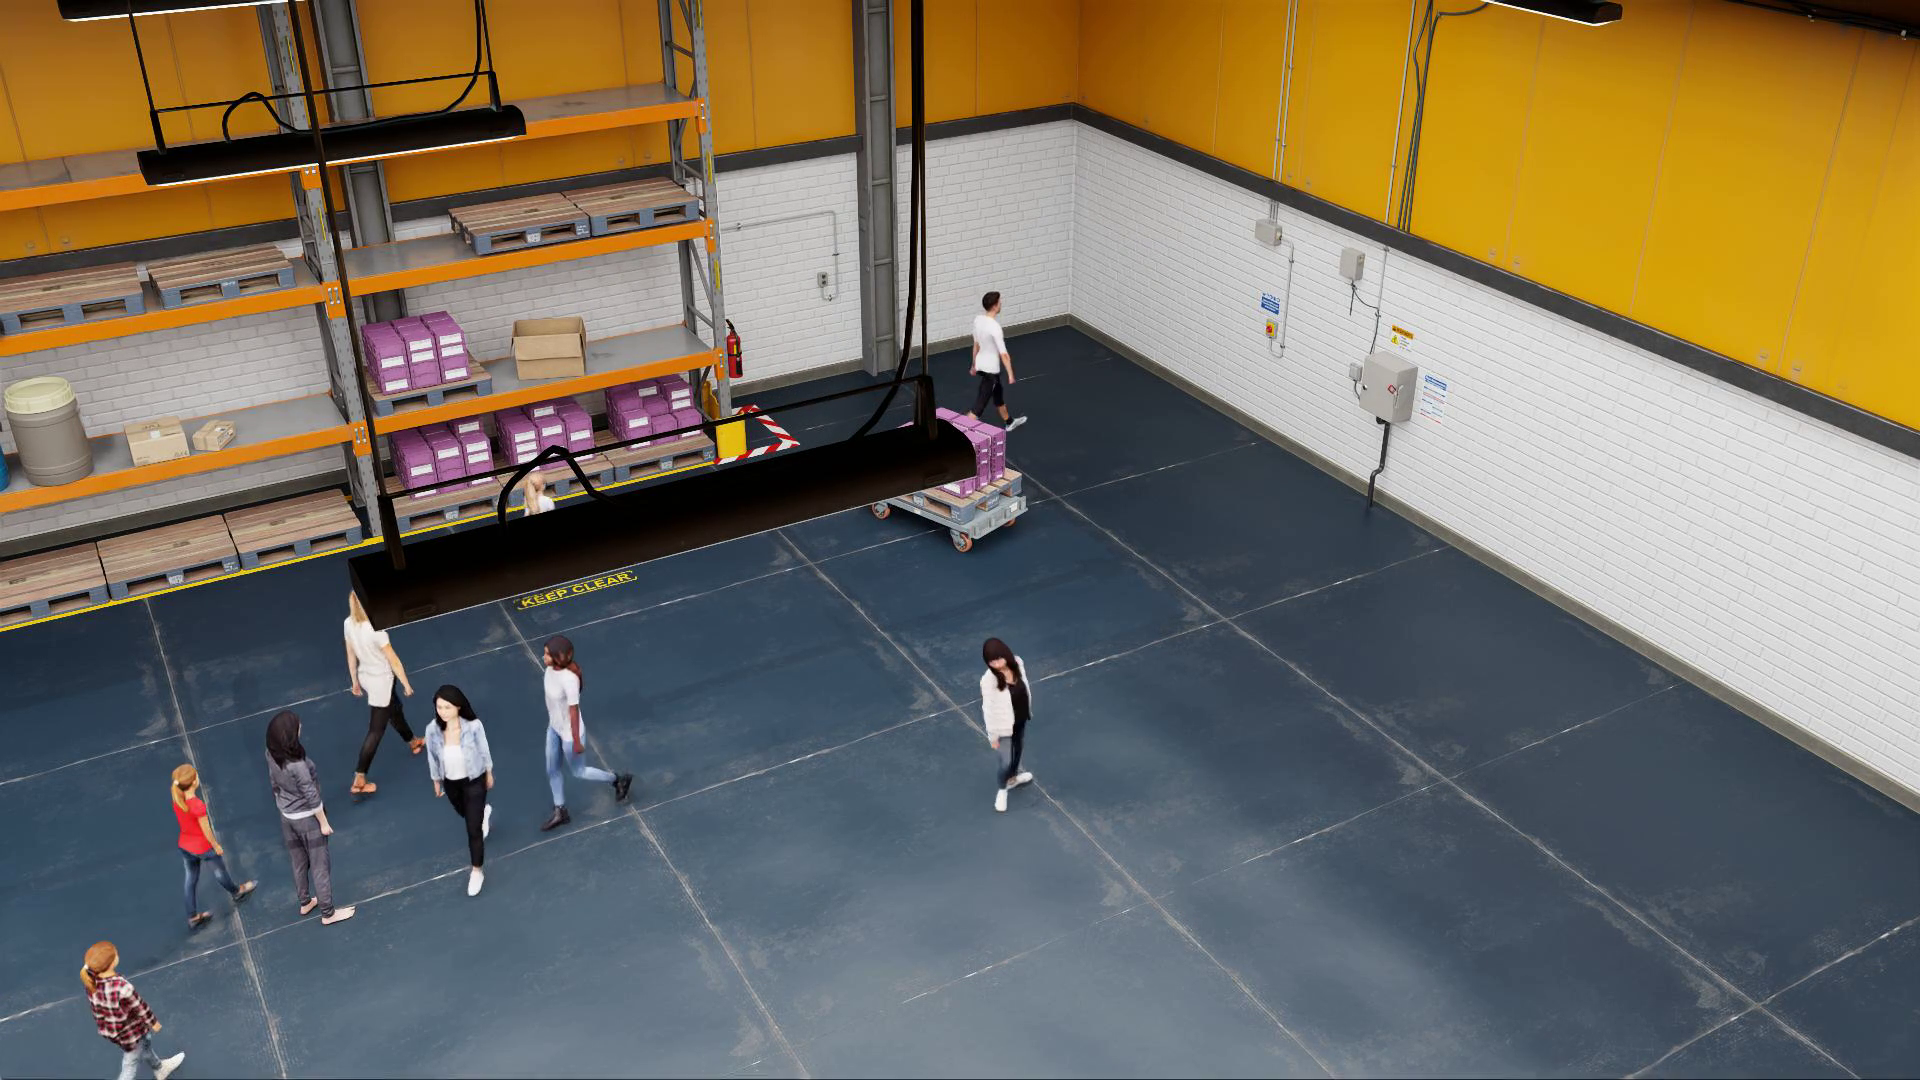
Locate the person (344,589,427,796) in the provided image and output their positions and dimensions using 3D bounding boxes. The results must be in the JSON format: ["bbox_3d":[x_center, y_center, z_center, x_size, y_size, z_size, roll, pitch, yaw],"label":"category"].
[{"bbox_3d":[-4.745,1.231,13.375,1.054,1.780,1.266,14,32,24],"label":"person"}]

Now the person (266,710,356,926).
[{"bbox_3d":[-4.746,1.996,11.991,0.671,1.763,0.663,17,33,29],"label":"person"}]

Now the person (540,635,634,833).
[{"bbox_3d":[-2.997,1.483,12.999,1.043,1.698,0.675,-20,35,-33],"label":"person"}]

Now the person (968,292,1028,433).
[{"bbox_3d":[0.256,-1.941,19.161,1.169,1.809,0.681,-15,32,-25],"label":"person"}]

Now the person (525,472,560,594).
[{"bbox_3d":[-4.107,-0.055,16.268,0.610,1.269,0.675,16,32,26],"label":"person"}]

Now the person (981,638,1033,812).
[{"bbox_3d":[0.395,1.413,13.233,0.903,1.597,0.644,17,33,28],"label":"person"}]

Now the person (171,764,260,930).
[{"bbox_3d":[-5.569,2.253,12.017,0.724,1.287,0.861,16,33,27],"label":"person"}]

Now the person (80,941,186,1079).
[{"bbox_3d":[-5.300,3.105,10.461,0.841,1.281,0.977,13,31,22],"label":"person"}]

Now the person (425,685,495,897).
[{"bbox_3d":[-3.703,1.765,12.500,1.114,1.682,1.005,0,29,0],"label":"person"}]
